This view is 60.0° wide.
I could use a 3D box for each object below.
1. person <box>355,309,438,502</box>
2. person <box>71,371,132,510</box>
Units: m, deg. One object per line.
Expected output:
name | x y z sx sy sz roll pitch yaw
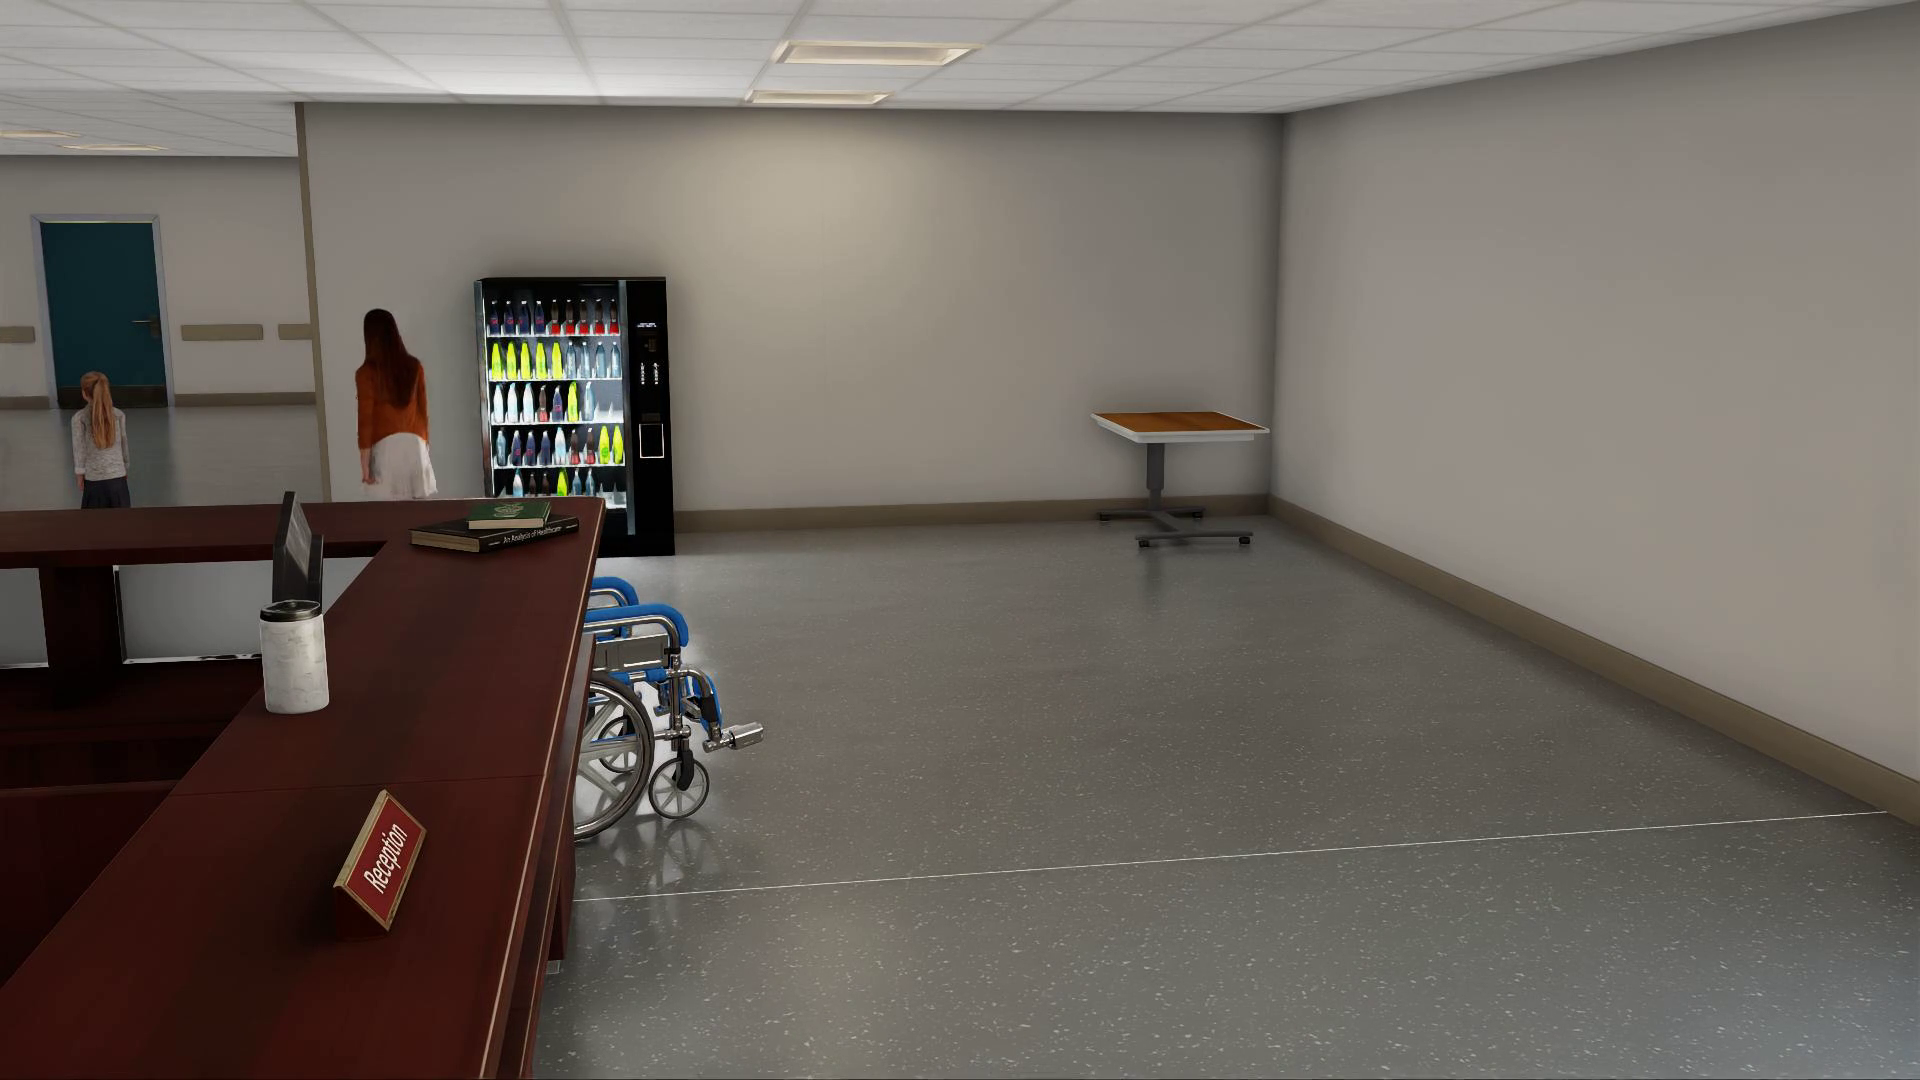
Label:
person | -3.209 -0.471 9.631 0.965 1.706 0.956 10 15 43
person | -5.463 -0.442 10.619 0.659 1.274 0.600 7 13 34
